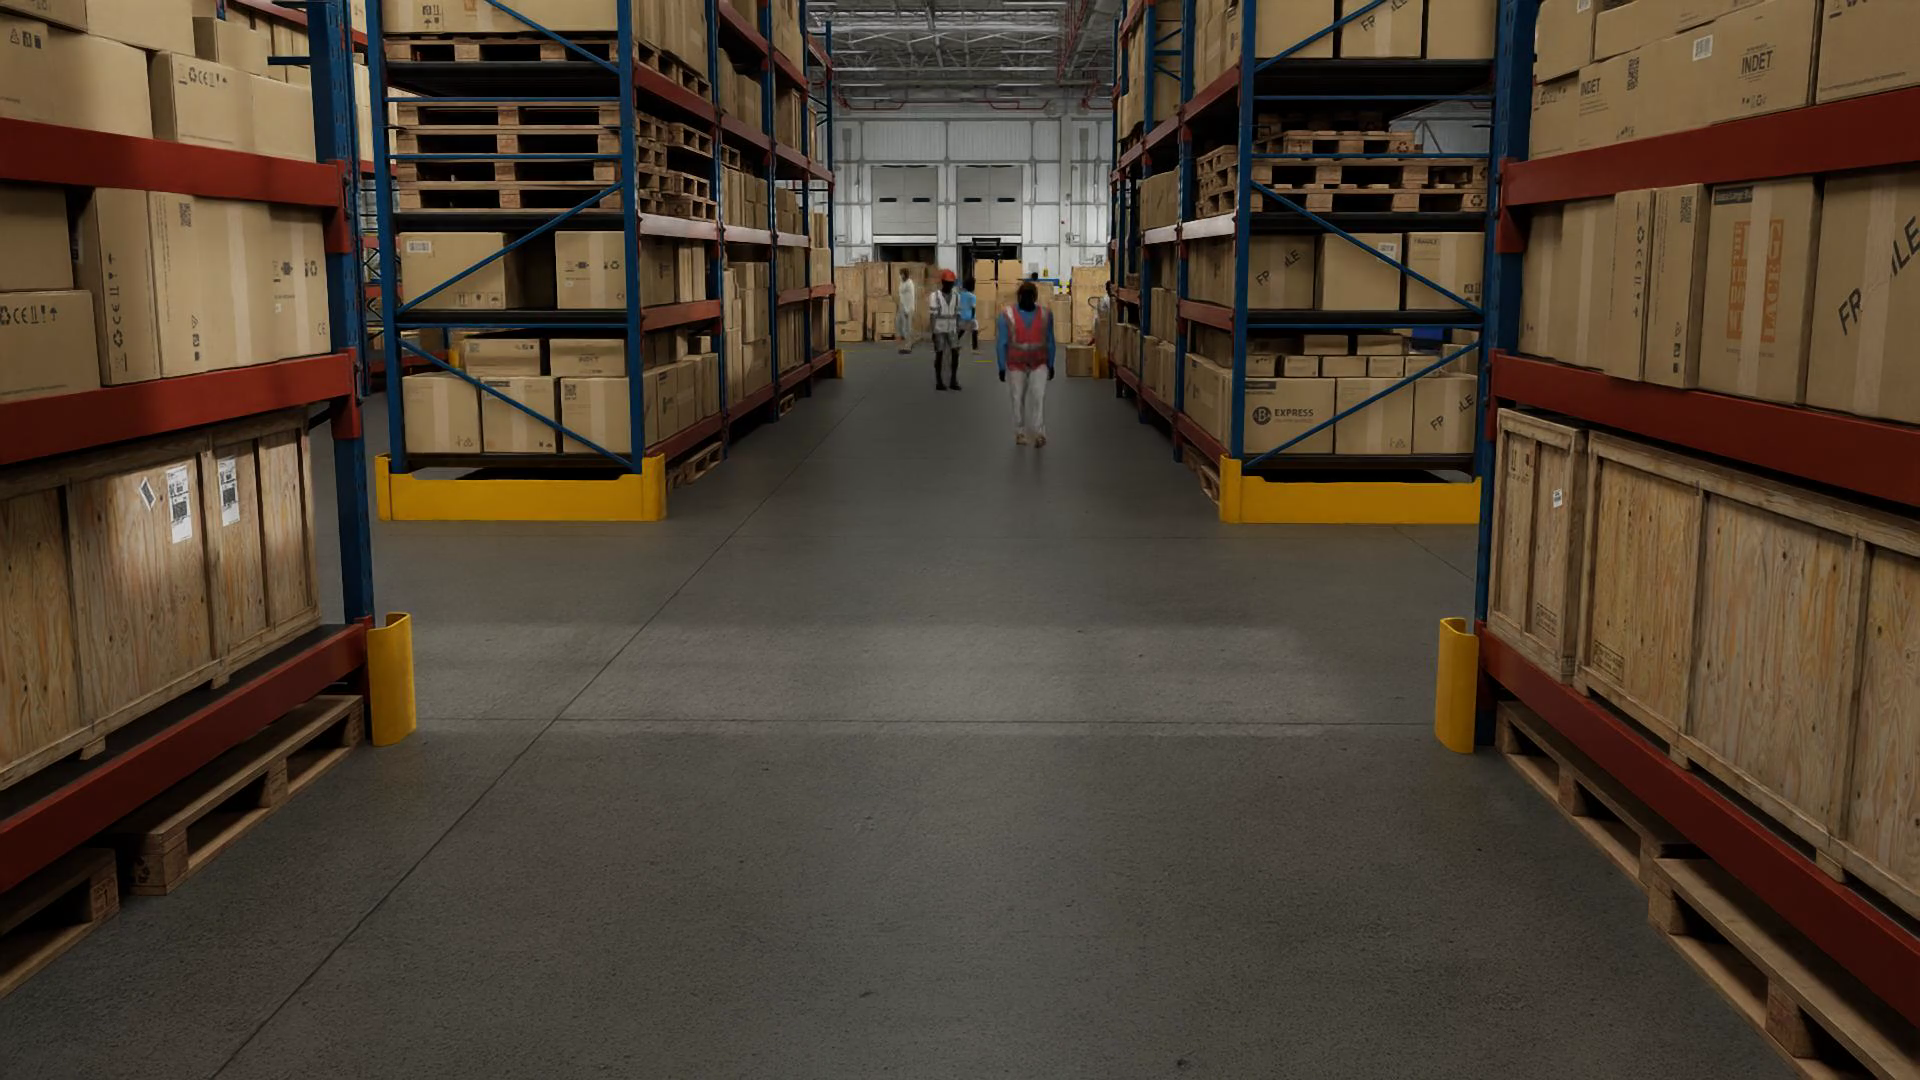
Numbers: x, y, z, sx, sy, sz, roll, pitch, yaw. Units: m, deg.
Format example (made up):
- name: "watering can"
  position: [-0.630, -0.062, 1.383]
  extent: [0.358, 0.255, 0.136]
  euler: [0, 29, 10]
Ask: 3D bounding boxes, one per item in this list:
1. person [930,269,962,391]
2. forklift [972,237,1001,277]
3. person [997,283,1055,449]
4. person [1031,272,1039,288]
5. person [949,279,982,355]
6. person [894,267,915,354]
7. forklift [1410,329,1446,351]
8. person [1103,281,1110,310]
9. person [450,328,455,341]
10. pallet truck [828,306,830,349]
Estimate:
- name: "person"
  position: [-0.199, -3.280, 26.107]
  extent: [0.570, 1.903, 0.782]
  euler: [-4, 10, -23]
- name: "forklift"
  position: [0.851, -8.408, 53.923]
  extent: [1.129, 2.768, 1.873]
  euler: [0, 9, 1]
- name: "person"
  position: [0.732, -1.898, 18.176]
  extent: [0.651, 1.789, 0.978]
  euler: [-1, 9, -4]
- name: "person"
  position: [2.710, -8.659, 59.026]
  extent: [0.582, 1.679, 0.541]
  euler: [4, 10, 23]
- name: "person"
  position: [0.133, -4.864, 36.322]
  extent: [0.528, 1.667, 0.772]
  euler: [9, 13, 43]
- name: "person"
  position: [-1.225, -5.071, 36.791]
  extent: [0.442, 1.924, 0.655]
  euler: [-3, 10, -18]
- name: "forklift"
  position: [11.090, -5.588, 37.034]
  extent: [1.129, 2.768, 1.873]
  euler: [-5, 11, -27]
- name: "person"
  position: [2.899, -4.168, 32.083]
  extent: [0.379, 1.684, 0.556]
  euler: [0, 9, -1]
- name: "person"
  position: [-9.949, -4.325, 32.163]
  extent: [0.516, 1.972, 0.634]
  euler: [-6, 11, -33]
- name: "pallet truck"
  position: [-3.100, -3.940, 29.800]
  extent: [1.885, 1.965, 0.823]
  euler: [3, 10, 19]
